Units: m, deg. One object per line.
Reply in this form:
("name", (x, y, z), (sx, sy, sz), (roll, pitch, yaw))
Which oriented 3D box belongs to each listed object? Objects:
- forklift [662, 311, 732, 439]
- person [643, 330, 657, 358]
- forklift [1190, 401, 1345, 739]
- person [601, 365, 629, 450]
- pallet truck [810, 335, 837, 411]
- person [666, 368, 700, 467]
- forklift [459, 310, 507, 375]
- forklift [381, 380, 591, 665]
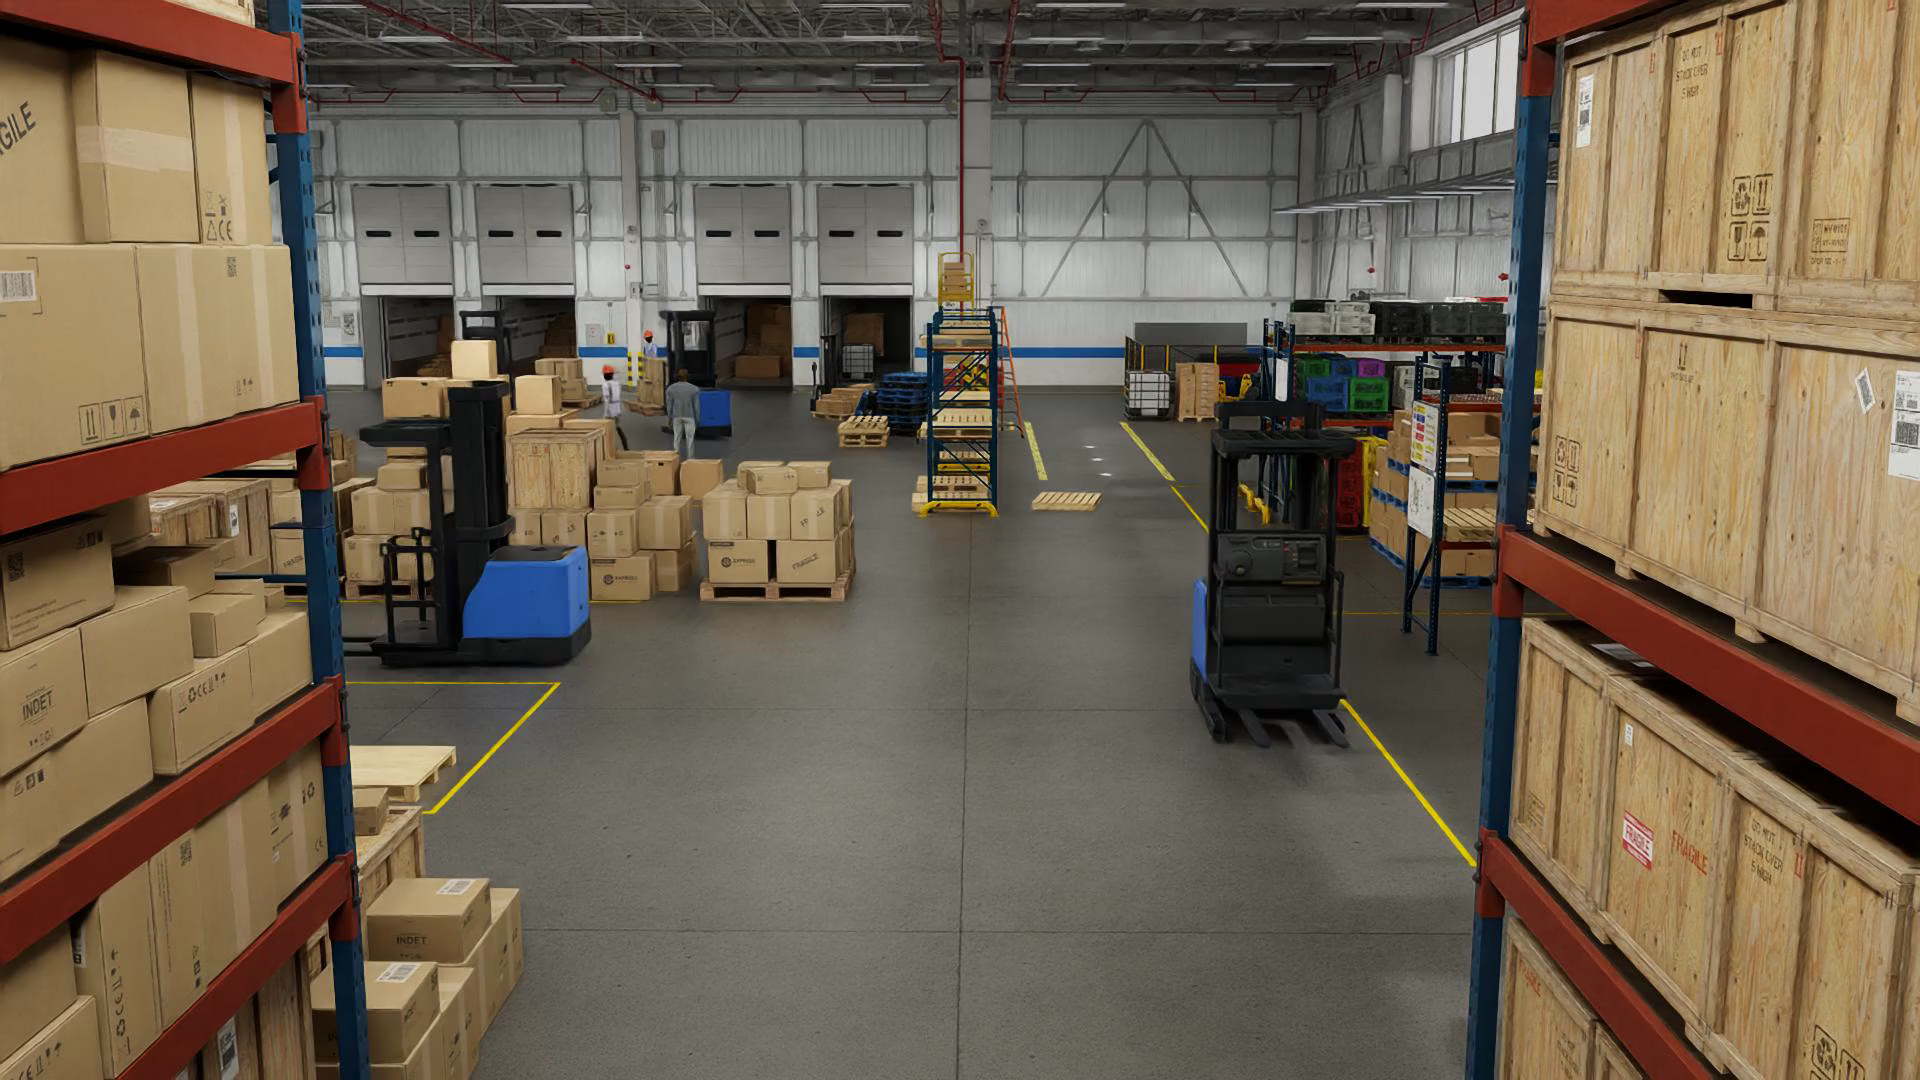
("forklift", (-5.903, -3.726, 37.202), (1.129, 2.768, 1.873), (-5, 11, -25))
("person", (-8.792, -4.979, 47.181), (0.388, 1.930, 0.544), (-8, 12, -37))
("forklift", (2.699, 0.166, 14.742), (1.129, 2.768, 1.873), (0, 10, 1))
("person", (-7.049, -2.567, 33.384), (0.996, 1.881, 0.575), (5, 11, 26))
("pallet truck", (-3.021, -4.312, 43.126), (1.885, 1.965, 0.823), (3, 10, 17))
("person", (-5.289, -2.319, 31.824), (0.633, 1.933, 0.362), (0, 10, 1))
("forklift", (-10.776, -3.806, 37.658), (1.129, 2.768, 1.873), (0, 10, 1))
("forklift", (-4.818, -0.202, 16.866), (1.873, 2.768, 1.129), (0, 10, 0))
